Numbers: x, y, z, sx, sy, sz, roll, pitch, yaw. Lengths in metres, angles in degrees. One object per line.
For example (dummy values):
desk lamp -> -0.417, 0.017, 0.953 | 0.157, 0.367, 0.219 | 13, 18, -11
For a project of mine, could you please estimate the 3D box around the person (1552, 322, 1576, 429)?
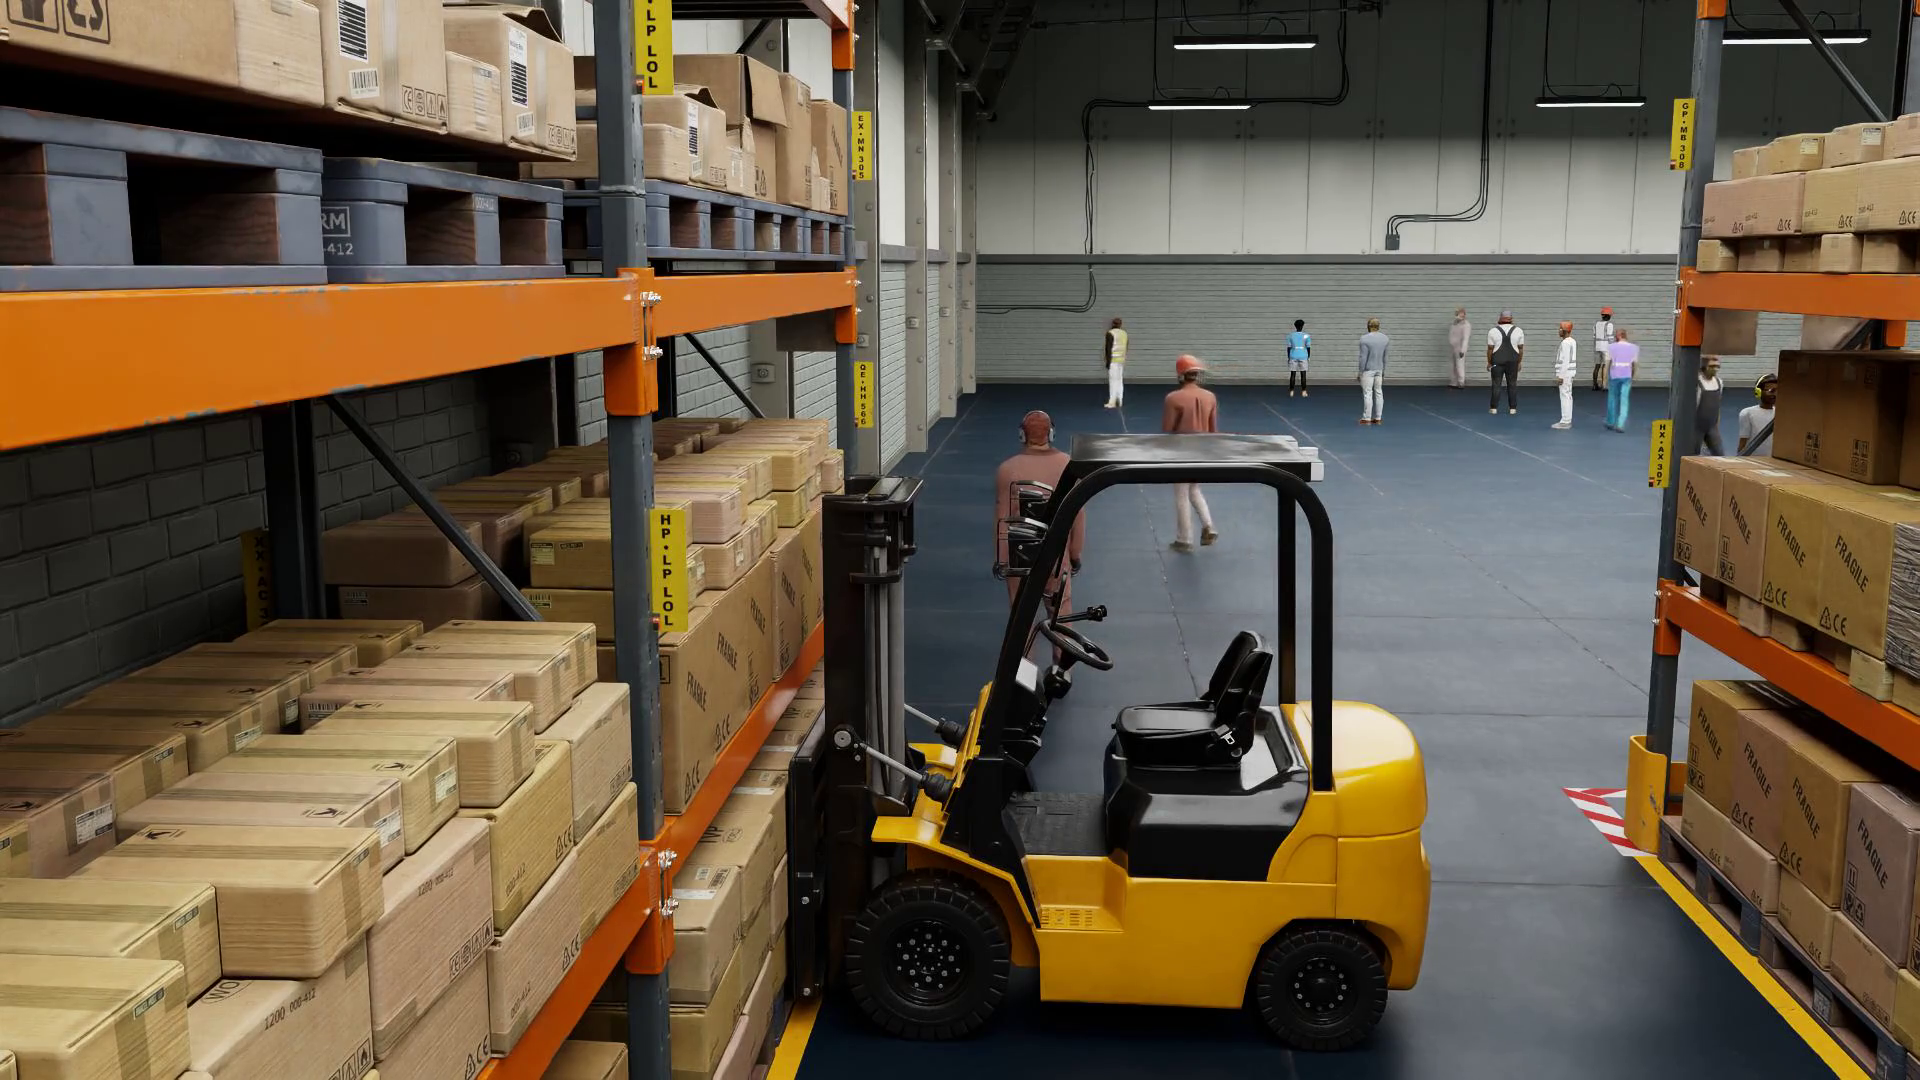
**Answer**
person -> 10.659, -2.901, 29.292 | 0.337, 1.882, 0.583 | 6, 11, 31

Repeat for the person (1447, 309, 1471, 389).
person -> 11.559, -4.455, 38.772 | 0.415, 1.873, 0.803 | -3, 10, -16

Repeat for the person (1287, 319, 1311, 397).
person -> 7.398, -3.966, 36.326 | 0.532, 1.694, 0.319 | 3, 10, 18

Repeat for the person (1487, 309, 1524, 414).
person -> 10.553, -3.468, 32.255 | 0.674, 2.000, 0.535 | 2, 10, 12

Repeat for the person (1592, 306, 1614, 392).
person -> 14.640, -4.332, 37.806 | 0.362, 1.938, 0.545 | -4, 10, -25

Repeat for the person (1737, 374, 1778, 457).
person -> 7.444, -0.609, 15.446 | 0.508, 1.872, 0.328 | -2, 10, -14

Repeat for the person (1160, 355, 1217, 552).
person -> 2.273, -0.858, 16.644 | 0.630, 1.980, 0.455 | -6, 11, -31

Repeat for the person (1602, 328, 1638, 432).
person -> 11.381, -2.764, 28.765 | 0.578, 1.779, 0.953 | 1, 9, 7

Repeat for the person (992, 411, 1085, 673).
person -> 0.515, 0.086, 11.132 | 0.648, 1.904, 0.401 | -3, 10, -18

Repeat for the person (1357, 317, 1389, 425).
person -> 7.404, -3.027, 29.888 | 0.635, 1.938, 0.359 | -5, 11, -27

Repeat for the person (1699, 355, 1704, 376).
person -> 10.774, -2.191, 24.512 | 0.375, 2.044, 0.605 | -2, 10, -11

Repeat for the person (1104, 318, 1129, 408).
person -> 3.109, -3.591, 33.752 | 0.434, 1.809, 0.774 | 8, 12, 40

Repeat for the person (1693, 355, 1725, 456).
person -> 8.905, -1.301, 19.772 | 0.557, 1.819, 0.710 | -3, 10, -18
